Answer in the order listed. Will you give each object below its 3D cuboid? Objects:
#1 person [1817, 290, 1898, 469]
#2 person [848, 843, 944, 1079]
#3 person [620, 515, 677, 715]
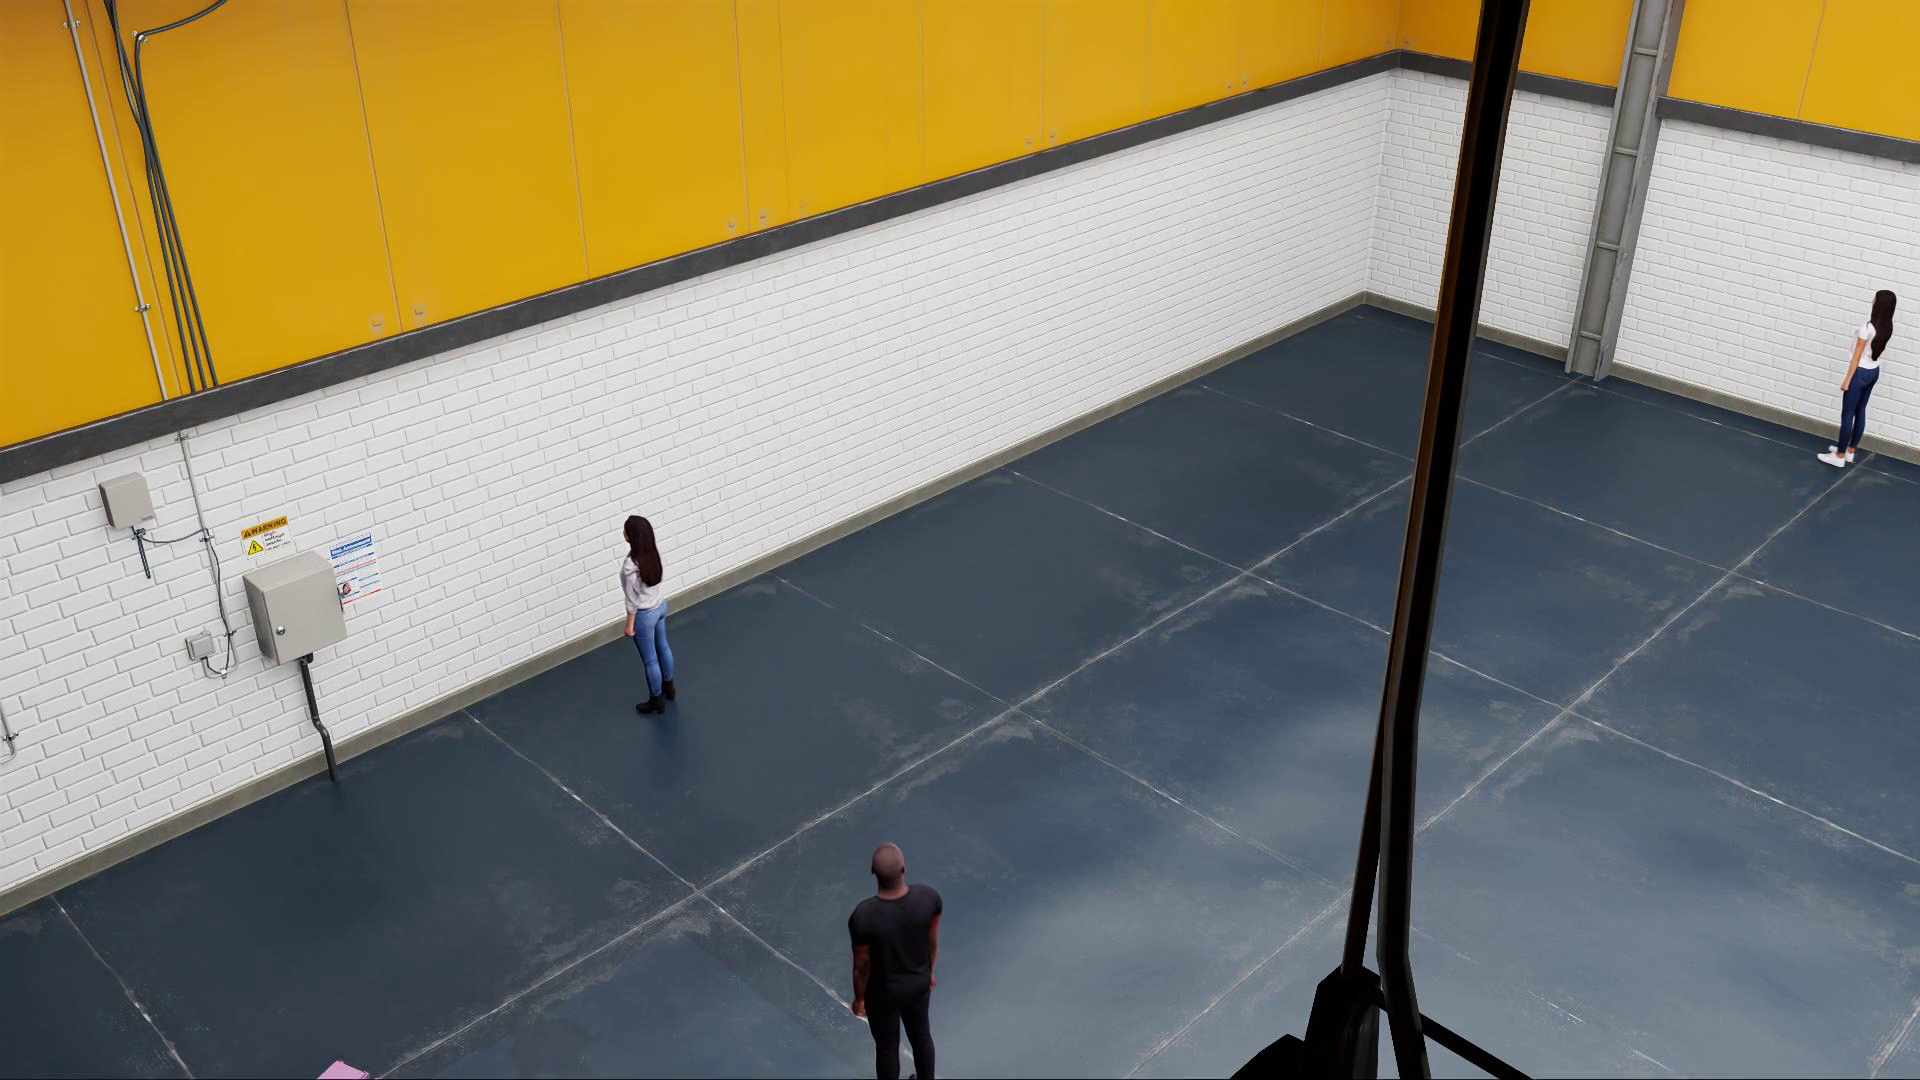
[{"bbox_3d":[8.726,-1.562,16.059,0.624,1.777,0.578,-18,33,-29],"label":"person"},{"bbox_3d":[-0.329,2.368,8.813,0.737,1.817,0.698,-13,31,-22],"label":"person"},{"bbox_3d":[-2.312,0.540,12.357,0.665,1.633,0.676,9,30,16],"label":"person"}]
